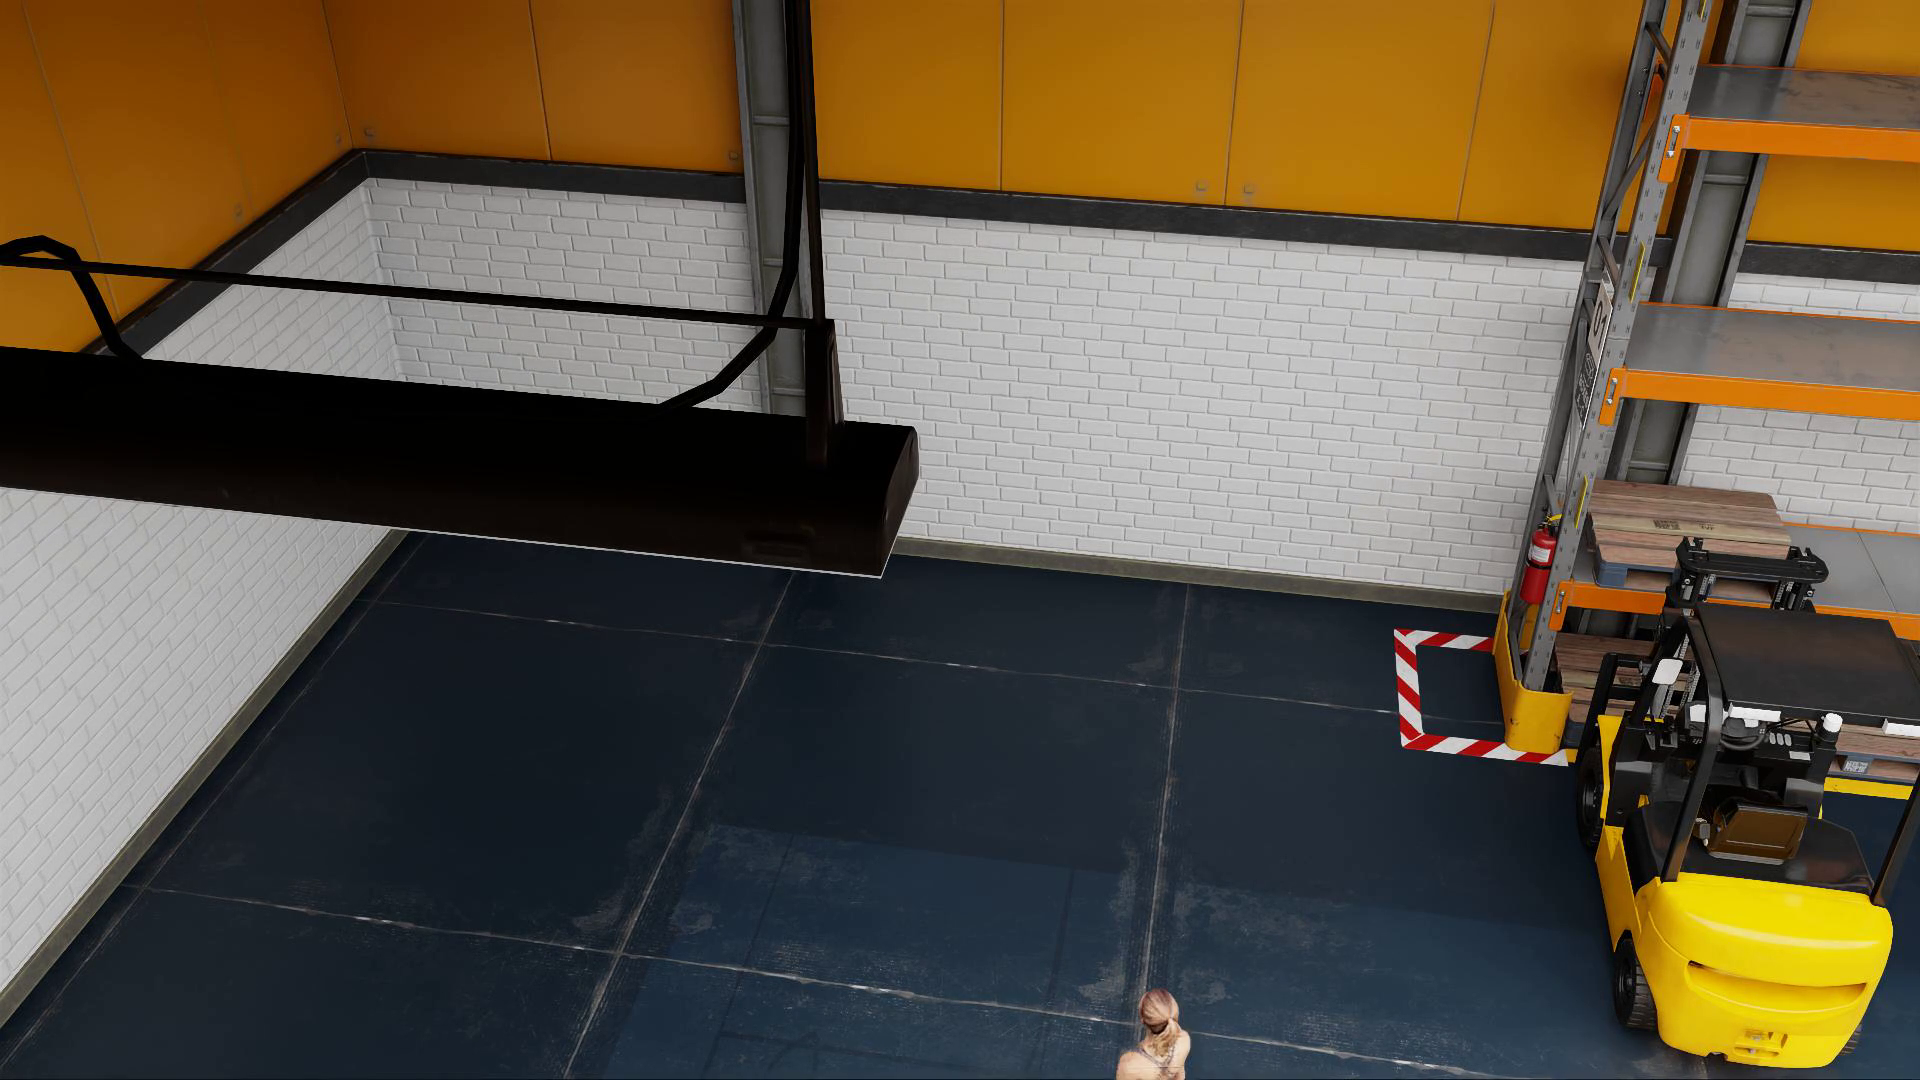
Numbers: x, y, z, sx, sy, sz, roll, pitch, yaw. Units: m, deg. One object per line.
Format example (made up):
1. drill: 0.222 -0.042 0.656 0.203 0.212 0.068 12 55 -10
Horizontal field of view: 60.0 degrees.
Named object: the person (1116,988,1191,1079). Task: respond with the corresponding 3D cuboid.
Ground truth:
1. person: 0.881 2.720 7.557 0.783 1.688 0.837 -18 38 -25
